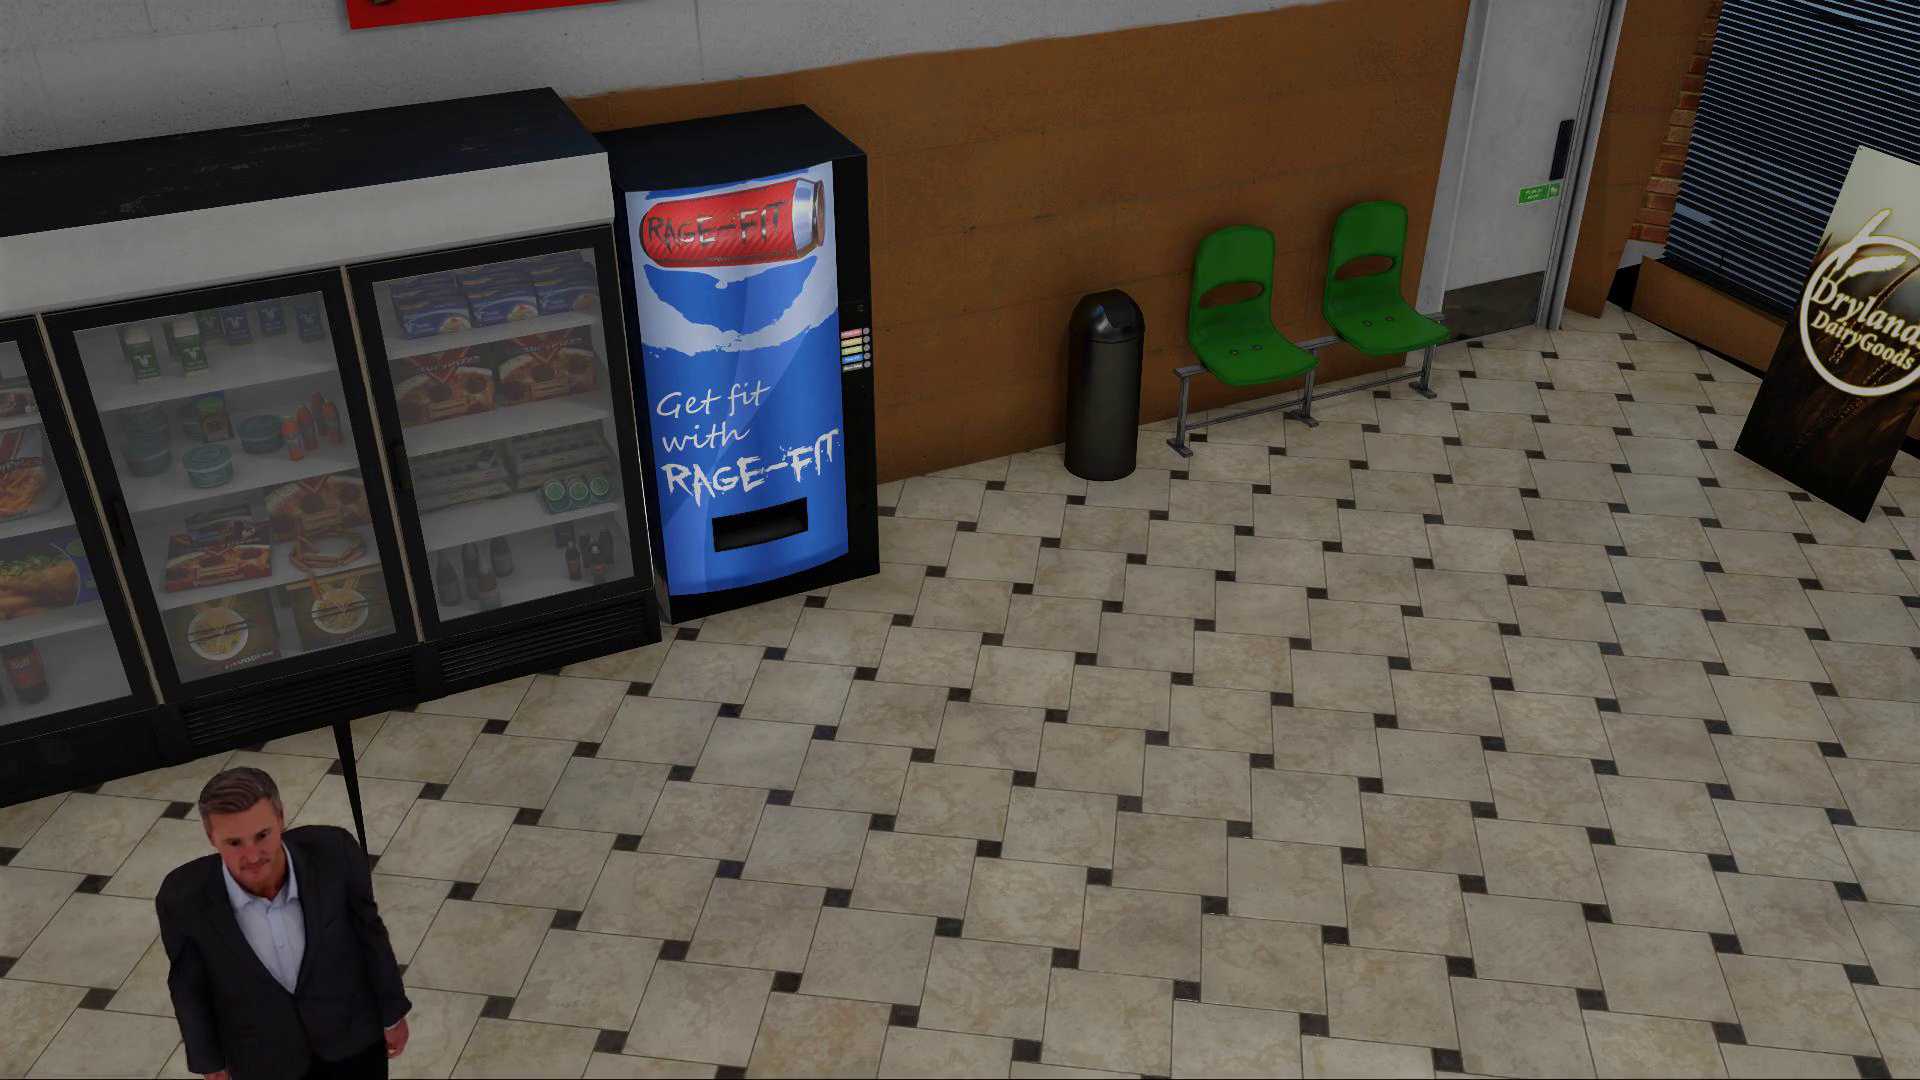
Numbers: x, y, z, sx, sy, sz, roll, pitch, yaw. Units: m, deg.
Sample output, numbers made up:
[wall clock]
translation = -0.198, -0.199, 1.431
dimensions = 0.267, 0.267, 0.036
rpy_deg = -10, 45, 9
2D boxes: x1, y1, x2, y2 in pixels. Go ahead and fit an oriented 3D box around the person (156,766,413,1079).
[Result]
[person]
translation = -1.801, 1.280, 4.525
dimensions = 0.784, 1.823, 0.863
rpy_deg = -20, 37, -29
